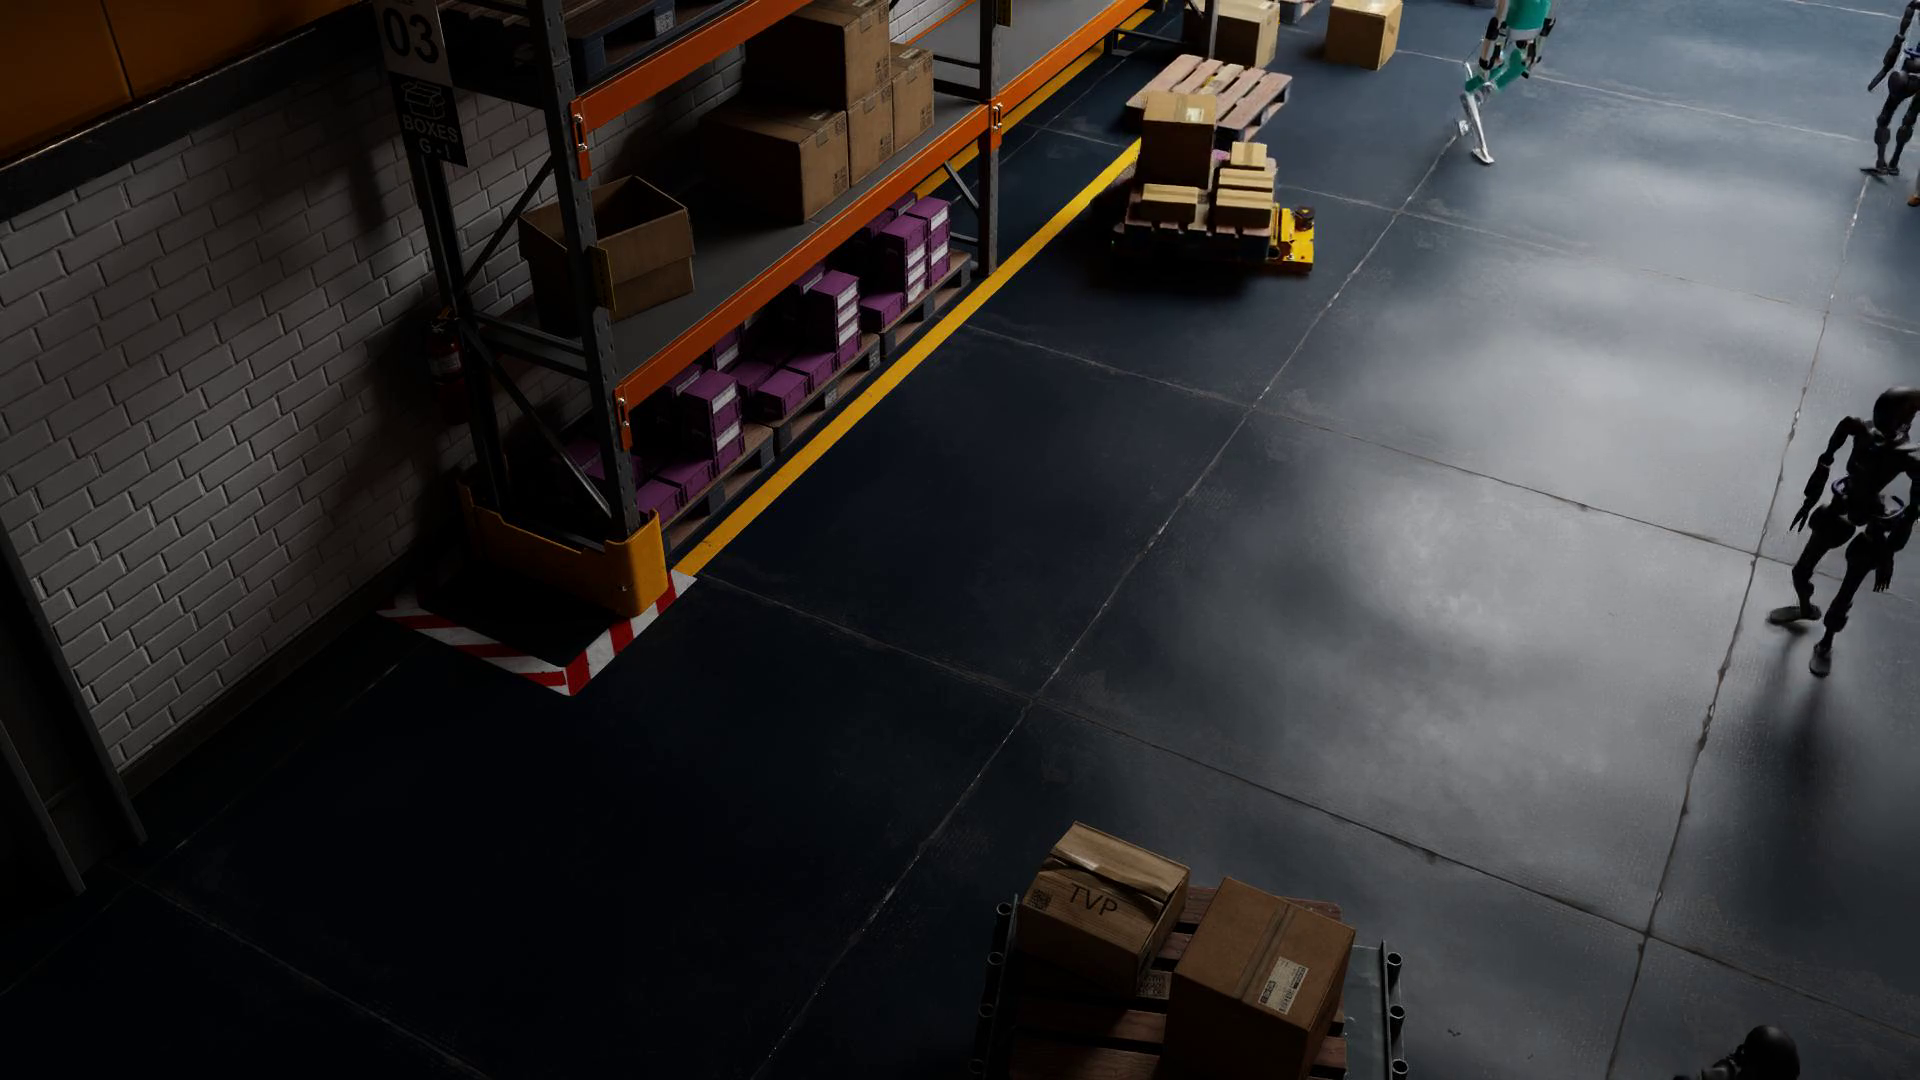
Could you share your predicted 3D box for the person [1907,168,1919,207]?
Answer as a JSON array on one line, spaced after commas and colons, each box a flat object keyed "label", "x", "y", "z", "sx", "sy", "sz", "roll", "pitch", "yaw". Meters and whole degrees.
[{"label": "person", "x": 7.361, "y": -3.234, "z": 11.962, "sx": 0.355, "sy": 1.895, "sz": 0.581, "roll": -25, "pitch": 45, "yaw": -28}]

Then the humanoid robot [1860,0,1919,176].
[{"label": "humanoid robot", "x": 7.212, "y": -3.535, "z": 12.518, "sx": 0.593, "sy": 1.657, "sz": 0.348, "roll": -3, "pitch": 39, "yaw": -4}]

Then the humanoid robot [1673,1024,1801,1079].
[{"label": "humanoid robot", "x": 2.429, "y": 2.074, "z": 5.543, "sx": 0.615, "sy": 1.619, "sz": 0.811, "roll": 2, "pitch": 39, "yaw": 3}]

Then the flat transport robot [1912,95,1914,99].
[{"label": "flat transport robot", "x": 8.681, "y": -3.948, "z": 14.155, "sx": 0.659, "sy": 0.231, "sz": 1.431, "roll": 28, "pitch": 46, "yaw": 30}]

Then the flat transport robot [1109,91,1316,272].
[{"label": "flat transport robot", "x": 1.827, "y": -2.223, "z": 11.999, "sx": 1.431, "sy": 0.231, "sz": 0.659, "roll": 6, "pitch": 39, "yaw": 8}]

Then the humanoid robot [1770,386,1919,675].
[{"label": "humanoid robot", "x": 4.450, "y": -0.091, "z": 8.209, "sx": 0.446, "sy": 1.643, "sz": 0.591, "roll": -19, "pitch": 42, "yaw": -22}]

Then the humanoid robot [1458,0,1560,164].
[{"label": "humanoid robot", "x": 4.125, "y": -3.755, "z": 12.812, "sx": 0.552, "sy": 1.875, "sz": 0.826, "roll": -10, "pitch": 40, "yaw": -12}]
